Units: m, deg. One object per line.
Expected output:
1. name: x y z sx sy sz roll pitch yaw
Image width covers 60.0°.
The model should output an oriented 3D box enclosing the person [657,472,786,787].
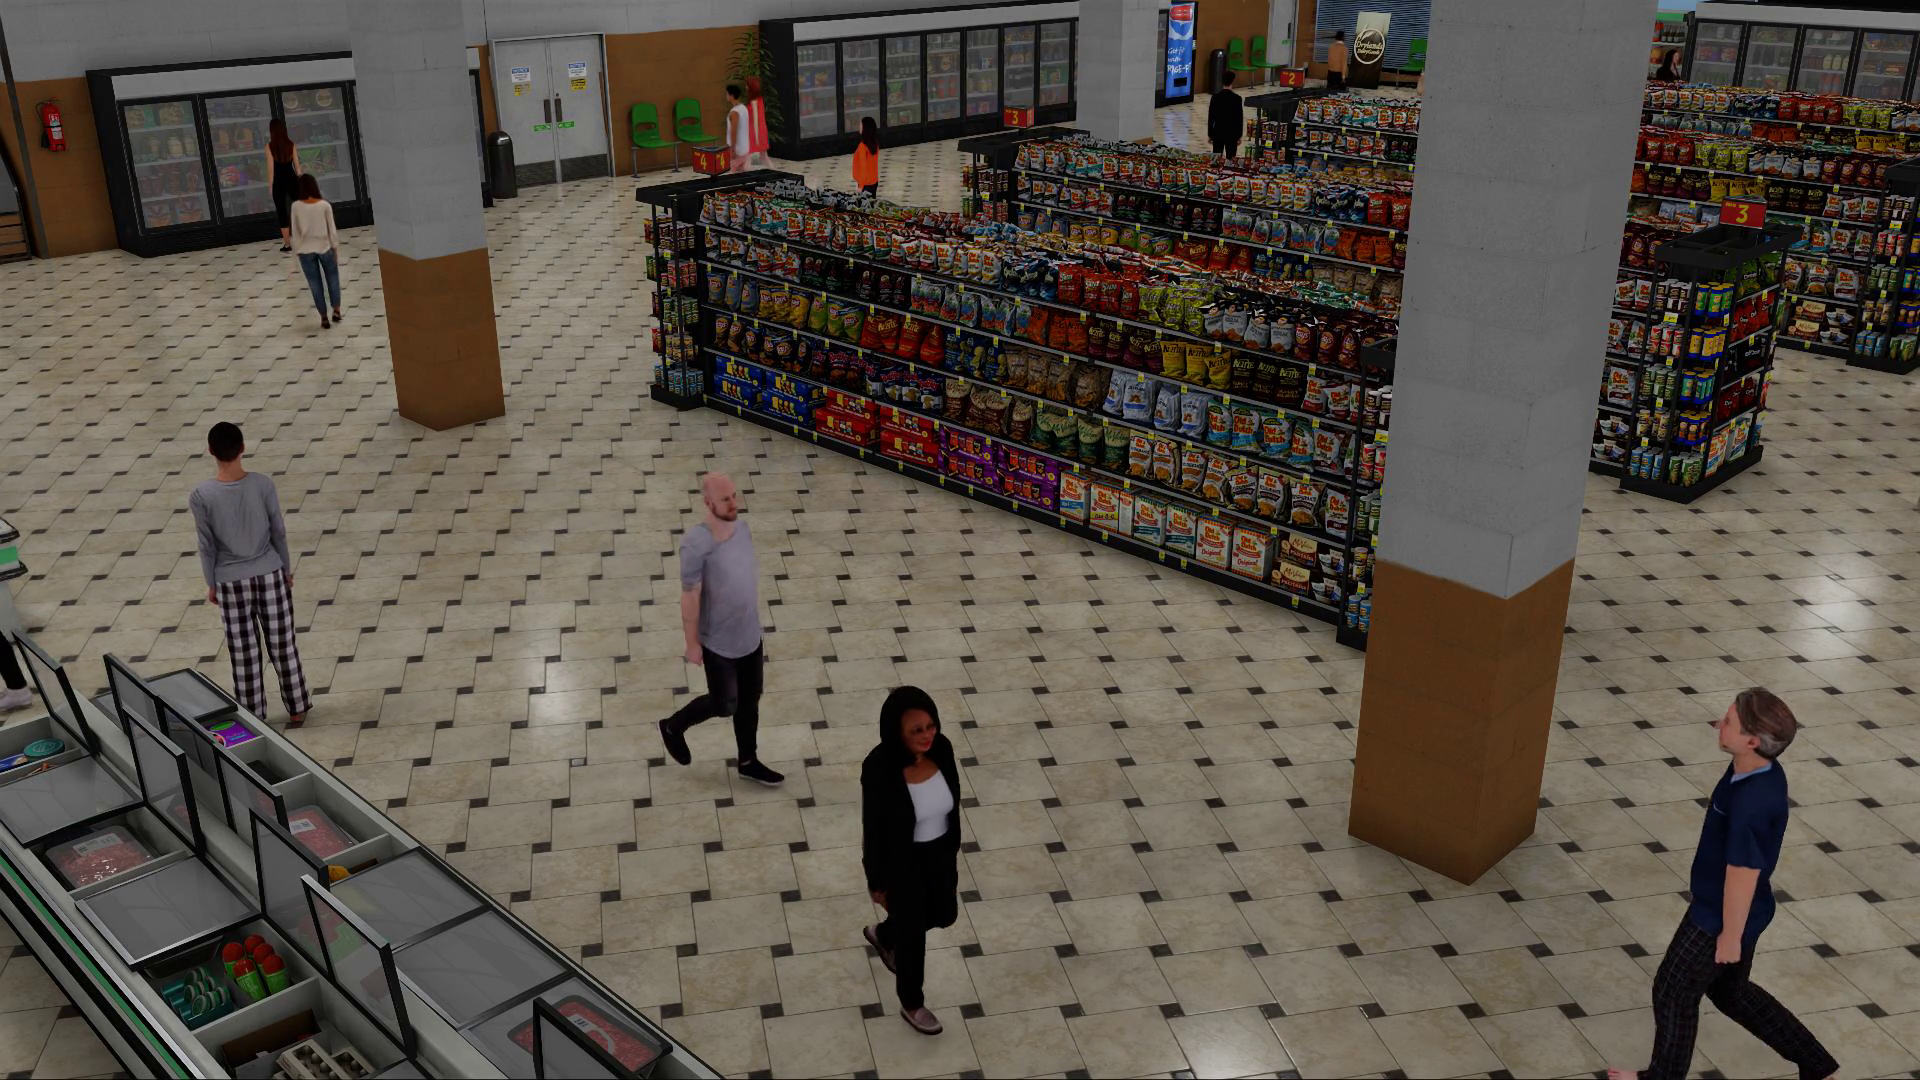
1. person: -1.319 0.485 8.870 1.032 1.820 0.866 10 24 24

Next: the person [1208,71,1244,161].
1. person: 4.042 -6.175 25.346 0.731 1.894 0.849 6 23 14

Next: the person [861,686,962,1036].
1. person: -0.258 1.322 7.077 0.635 1.603 0.774 -20 29 -41

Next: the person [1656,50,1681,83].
1. person: 12.497 -7.846 29.718 0.753 1.734 0.984 -16 27 -34

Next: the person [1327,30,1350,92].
1. person: 7.501 -9.301 33.355 0.751 1.722 1.008 -19 29 -39

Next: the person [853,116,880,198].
1. person: -1.201 -4.653 21.752 0.711 1.749 0.704 6 23 15

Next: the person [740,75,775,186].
1. person: -3.005 -6.136 25.388 1.077 1.791 0.939 4 22 10

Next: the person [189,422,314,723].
1. person: -4.057 0.214 9.508 0.677 1.847 0.623 -12 25 -27

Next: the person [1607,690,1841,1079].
1. person: 3.053 1.464 6.402 1.125 1.844 0.858 11 24 25

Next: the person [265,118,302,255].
1. person: -8.812 -4.628 21.721 0.595 1.726 0.527 -17 28 -36

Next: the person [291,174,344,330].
1. person: -6.978 -3.106 18.007 0.739 1.671 0.766 -7 23 -16
